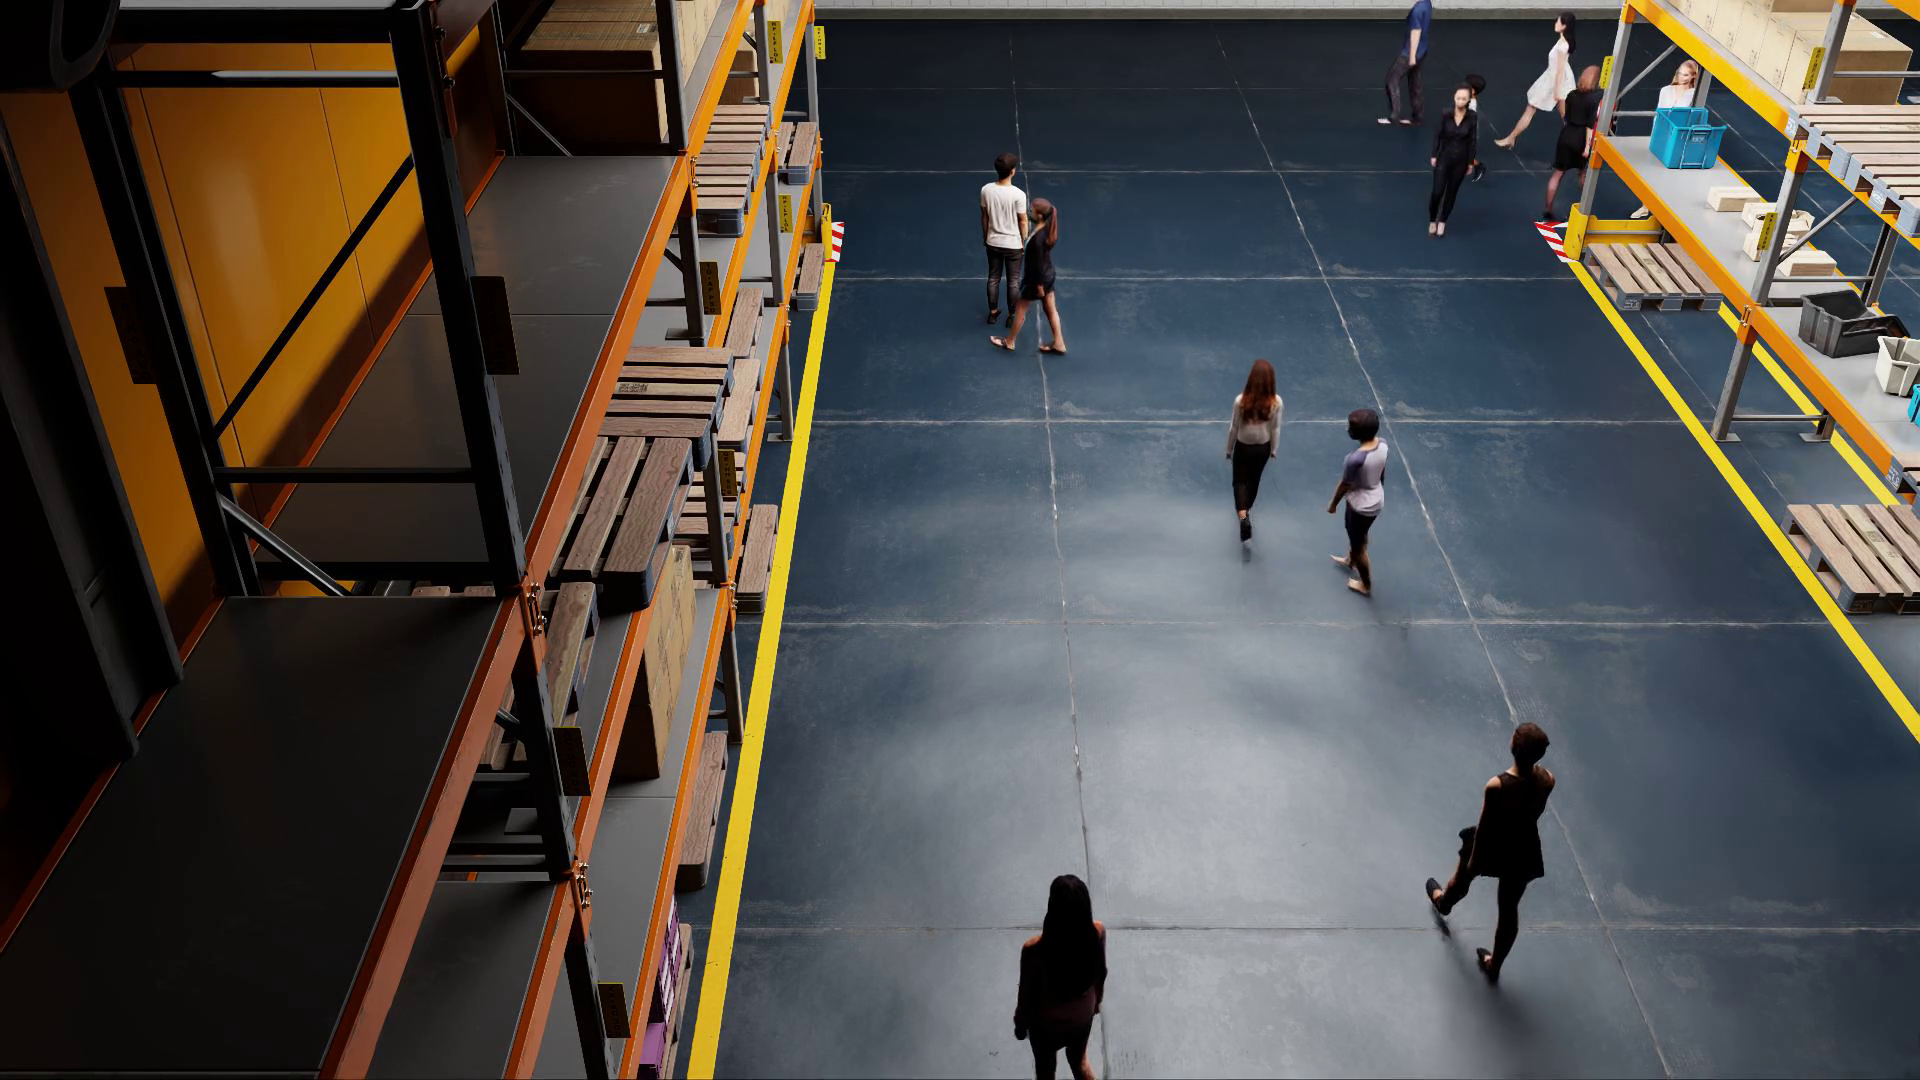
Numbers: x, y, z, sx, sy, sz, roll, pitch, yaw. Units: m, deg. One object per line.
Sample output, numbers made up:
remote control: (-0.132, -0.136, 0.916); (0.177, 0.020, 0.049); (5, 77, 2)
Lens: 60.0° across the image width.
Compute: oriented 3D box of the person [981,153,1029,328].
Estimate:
person: (0.423, -2.874, 15.903); (0.700, 1.722, 0.683); (15, 36, 21)

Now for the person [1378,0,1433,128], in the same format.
person: (5.670, -5.978, 20.457); (0.911, 1.850, 0.853); (20, 39, 27)

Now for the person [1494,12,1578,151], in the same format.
person: (7.070, -5.258, 19.490); (1.098, 1.721, 1.204); (19, 38, 26)

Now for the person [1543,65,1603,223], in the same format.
person: (6.592, -4.251, 18.033); (1.065, 1.656, 1.075); (-20, 39, -28)

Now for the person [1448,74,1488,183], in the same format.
person: (5.859, -4.698, 19.075); (0.658, 1.248, 0.727); (9, 35, 13)

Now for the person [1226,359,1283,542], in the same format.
person: (2.265, -0.675, 12.822); (0.546, 1.470, 0.873); (1, 34, 1)

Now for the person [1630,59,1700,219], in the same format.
person: (7.687, -4.326, 18.022); (0.662, 1.794, 0.714); (27, 42, 34)

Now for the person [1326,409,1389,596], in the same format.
person: (2.980, -0.239, 12.107); (0.806, 1.534, 0.866); (-24, 41, -32)

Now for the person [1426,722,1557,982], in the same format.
person: (2.989, 1.734, 9.034); (0.698, 1.652, 0.995); (-5, 34, -8)

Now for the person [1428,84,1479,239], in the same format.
person: (5.223, -4.020, 17.648); (0.650, 1.698, 0.670); (7, 34, 10)

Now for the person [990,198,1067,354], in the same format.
person: (0.819, -2.412, 15.386); (0.797, 1.524, 0.948); (11, 35, 17)

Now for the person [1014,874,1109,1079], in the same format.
person: (0.508, 2.318, 8.010); (0.745, 1.812, 0.764); (-15, 36, -21)
